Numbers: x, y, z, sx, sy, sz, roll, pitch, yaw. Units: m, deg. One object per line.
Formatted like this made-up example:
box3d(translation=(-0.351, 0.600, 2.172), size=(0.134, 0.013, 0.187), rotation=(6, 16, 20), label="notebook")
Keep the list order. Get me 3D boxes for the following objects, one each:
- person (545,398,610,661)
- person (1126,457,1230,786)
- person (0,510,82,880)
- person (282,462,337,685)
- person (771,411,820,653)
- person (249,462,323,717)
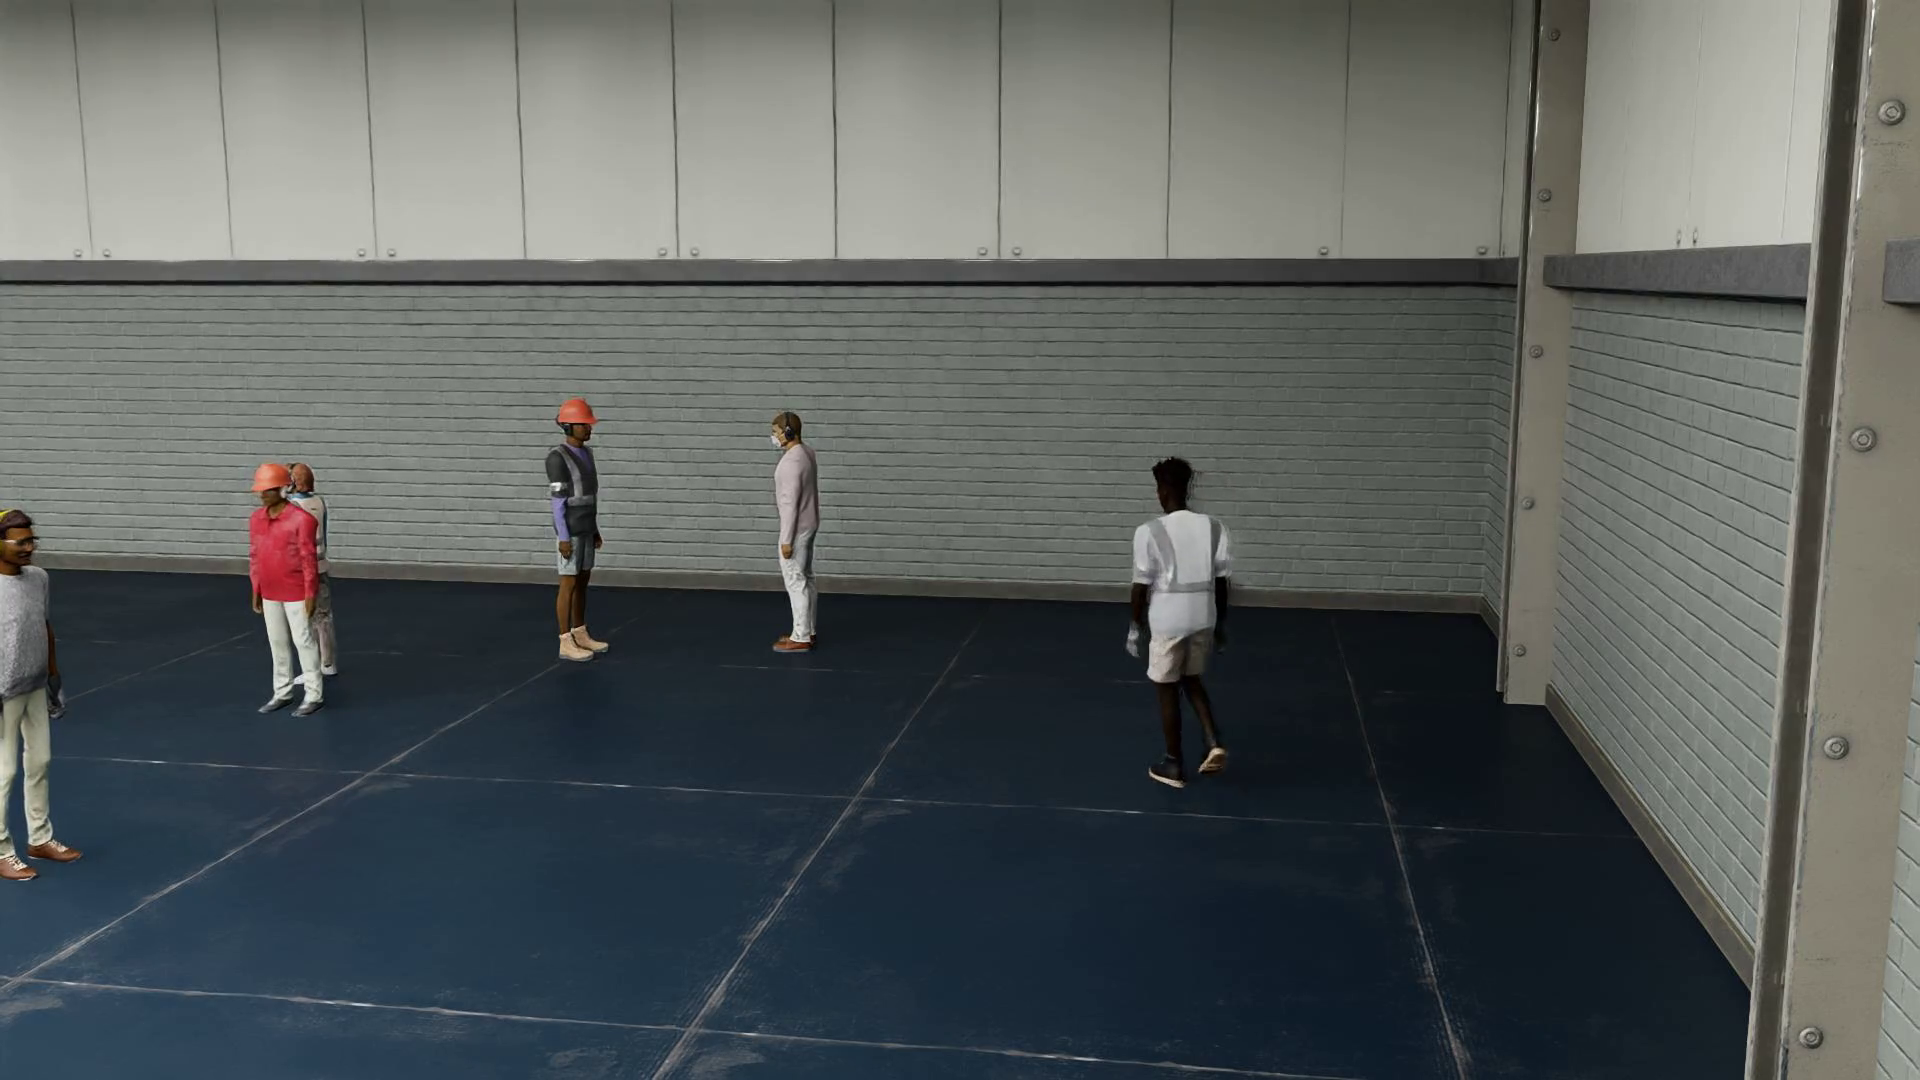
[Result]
box3d(translation=(-2.979, -0.087, 13.025), size=(0.377, 2.045, 0.605), rotation=(2, 9, 12), label="person")
box3d(translation=(1.291, 0.489, 9.808), size=(0.608, 1.944, 0.509), rotation=(-5, 10, -27), label="person")
box3d(translation=(-4.716, 0.767, 8.342), size=(0.326, 1.861, 0.501), rotation=(2, 9, 14), label="person")
box3d(translation=(-4.808, 0.244, 12.225), size=(0.311, 1.638, 0.523), rotation=(2, 9, 10), label="person")
box3d(translation=(-1.306, -0.063, 13.239), size=(0.373, 1.931, 0.635), rotation=(1, 9, 7), label="person")
box3d(translation=(-4.623, 0.336, 11.341), size=(0.571, 1.746, 0.346), rotation=(4, 10, 23), label="person")
